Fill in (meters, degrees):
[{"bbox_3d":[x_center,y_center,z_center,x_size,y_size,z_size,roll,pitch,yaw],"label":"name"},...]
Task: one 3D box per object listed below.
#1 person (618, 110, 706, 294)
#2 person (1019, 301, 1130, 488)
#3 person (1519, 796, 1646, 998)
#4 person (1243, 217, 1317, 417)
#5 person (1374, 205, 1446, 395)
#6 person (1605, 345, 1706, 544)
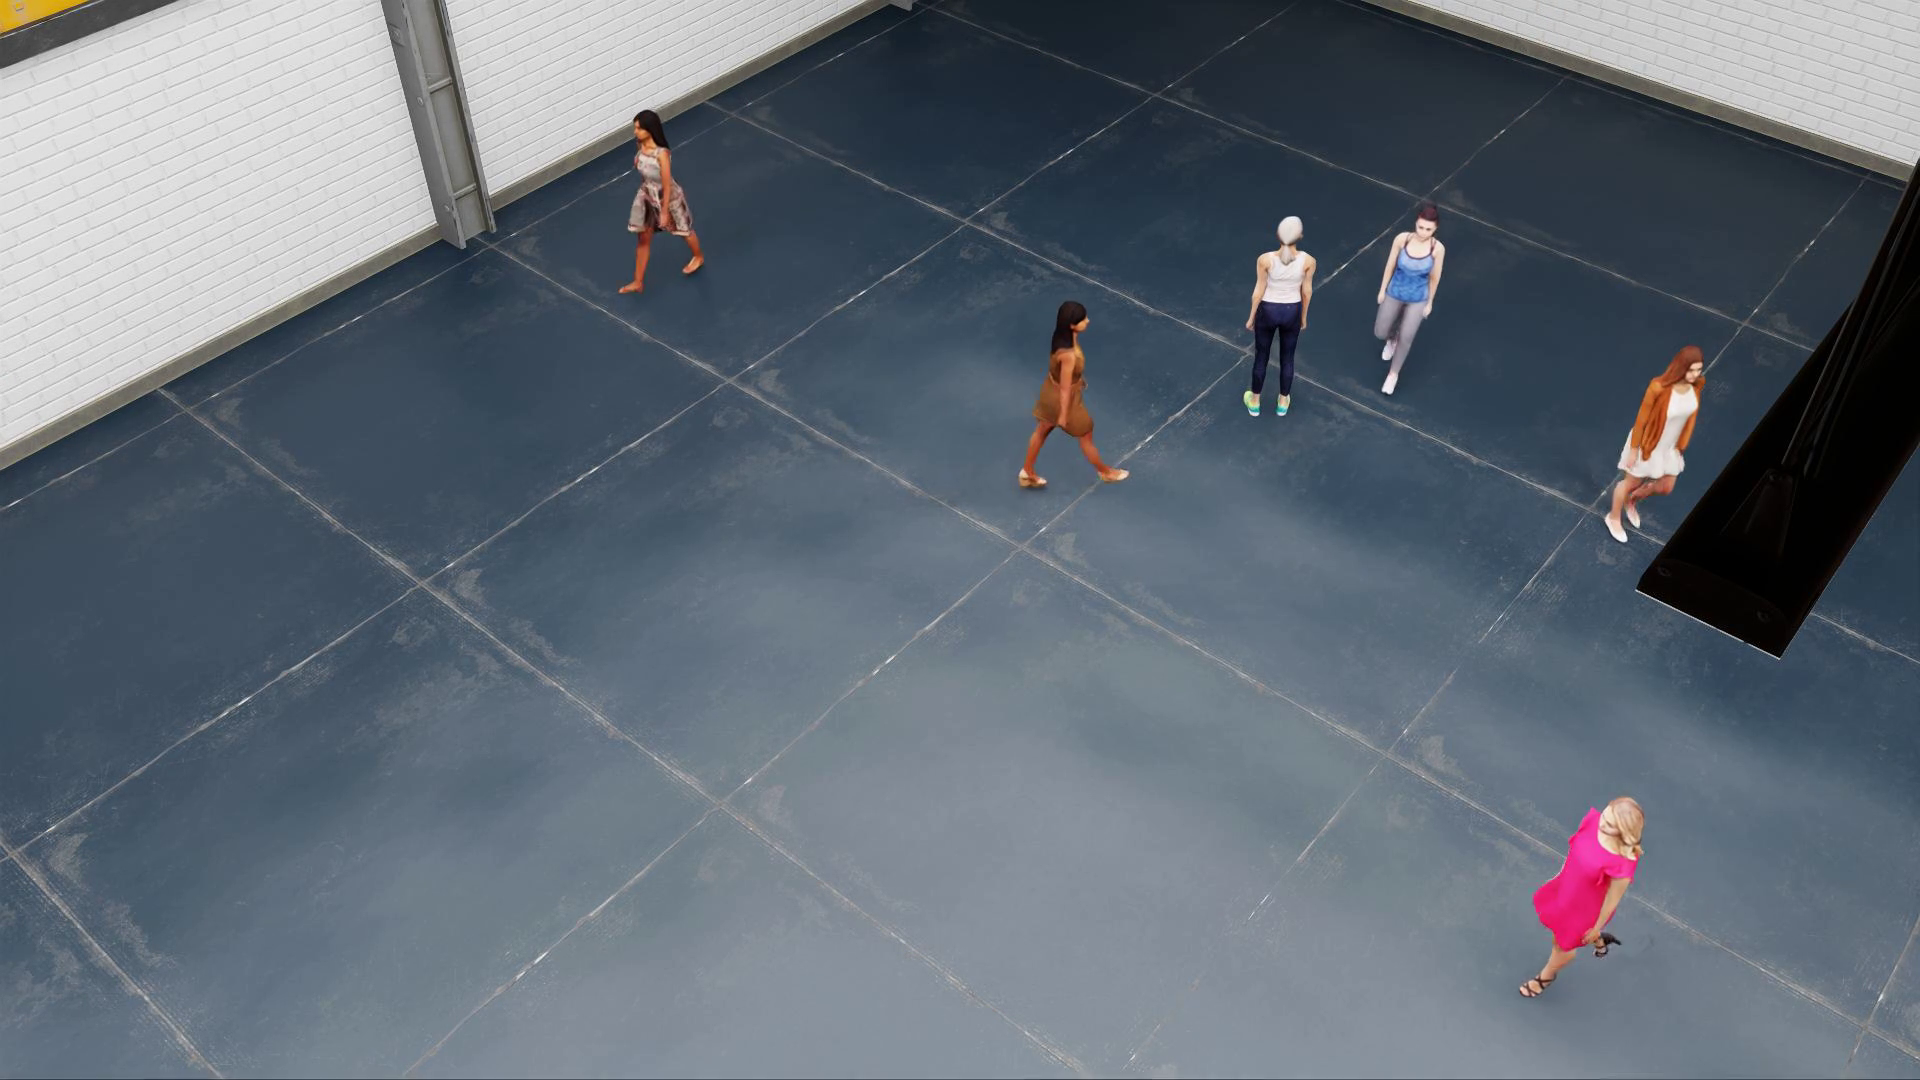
[{"bbox_3d":[-2.405,-2.835,13.818,0.630,1.598,1.089,31,52,29],"label":"person"},{"bbox_3d":[0.652,-0.986,11.839,1.078,1.651,1.018,-4,44,-4],"label":"person"},{"bbox_3d":[3.371,1.873,8.792,0.927,1.713,0.844,-8,44,-8],"label":"person"},{"bbox_3d":[2.396,-1.671,12.521,0.691,1.702,0.727,1,44,1],"label":"person"},{"bbox_3d":[3.457,-1.899,12.832,0.688,1.602,0.838,19,47,18],"label":"person"},{"bbox_3d":[4.776,-0.727,11.527,0.748,1.705,0.826,-10,45,-11],"label":"person"}]
